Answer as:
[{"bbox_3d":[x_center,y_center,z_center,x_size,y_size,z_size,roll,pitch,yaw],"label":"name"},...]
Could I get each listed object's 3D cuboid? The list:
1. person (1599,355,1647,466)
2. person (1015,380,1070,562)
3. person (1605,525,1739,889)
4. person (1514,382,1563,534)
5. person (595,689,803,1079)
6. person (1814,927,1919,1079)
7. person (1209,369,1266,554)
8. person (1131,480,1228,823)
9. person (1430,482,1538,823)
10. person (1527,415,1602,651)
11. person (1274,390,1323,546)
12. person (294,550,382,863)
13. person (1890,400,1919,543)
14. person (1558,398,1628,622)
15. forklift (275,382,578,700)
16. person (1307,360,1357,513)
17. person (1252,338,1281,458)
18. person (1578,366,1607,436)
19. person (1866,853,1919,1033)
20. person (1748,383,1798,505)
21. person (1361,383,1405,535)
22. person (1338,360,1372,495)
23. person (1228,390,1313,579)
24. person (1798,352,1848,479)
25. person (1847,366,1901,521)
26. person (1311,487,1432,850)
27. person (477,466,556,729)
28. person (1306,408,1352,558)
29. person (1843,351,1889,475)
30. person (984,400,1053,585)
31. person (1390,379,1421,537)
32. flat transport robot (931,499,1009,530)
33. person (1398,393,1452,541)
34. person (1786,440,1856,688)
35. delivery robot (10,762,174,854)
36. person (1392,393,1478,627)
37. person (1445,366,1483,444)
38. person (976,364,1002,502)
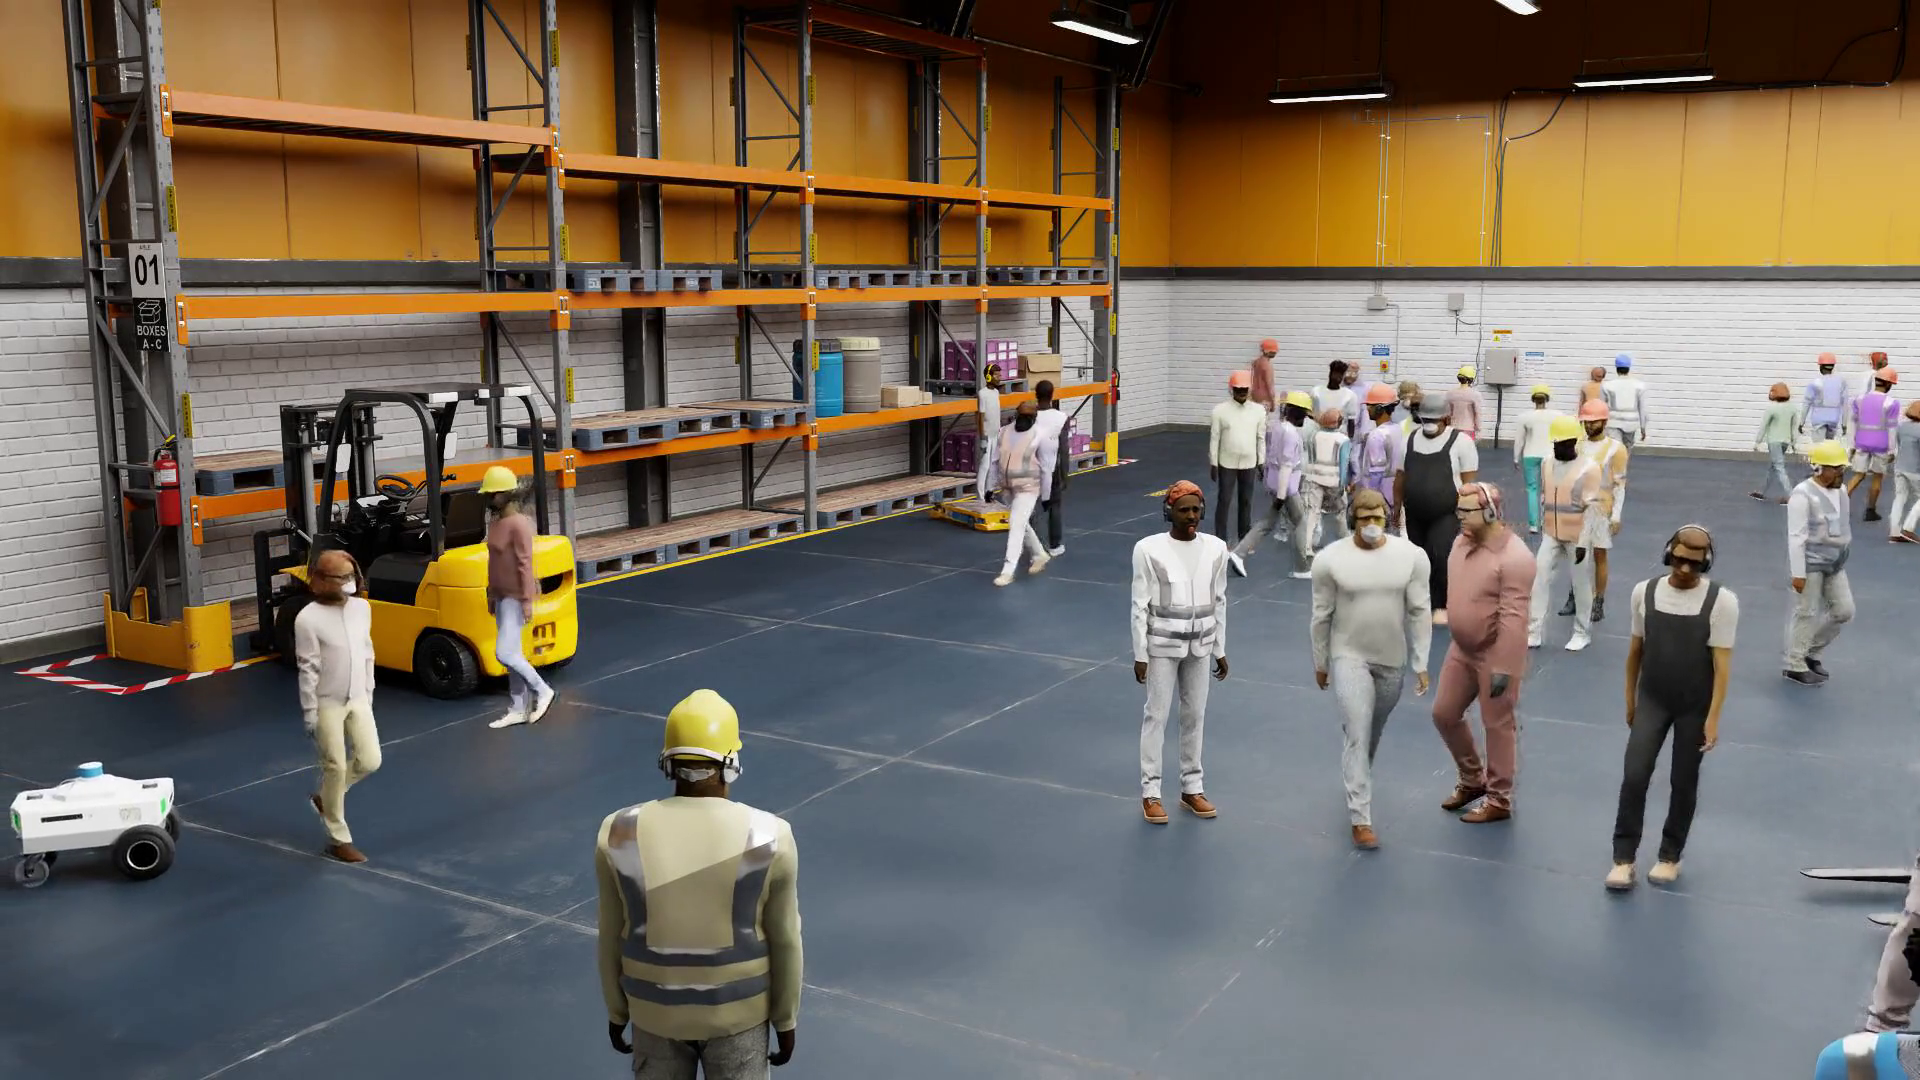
[{"bbox_3d":[8.977,-1.567,22.674,0.640,1.895,1.001,1,9,8],"label":"person"},{"bbox_3d":[0.883,-0.738,17.548,0.616,1.883,0.859,2,9,15],"label":"person"},{"bbox_3d":[3.433,0.825,8.022,0.508,1.811,0.687,6,11,35],"label":"person"},{"bbox_3d":[6.727,-0.960,19.344,0.559,1.745,0.567,2,9,13],"label":"person"},{"bbox_3d":[-0.746,1.337,4.820,0.591,1.825,0.403,0,9,-1],"label":"person"},{"bbox_3d":[2.051,1.605,3.530,0.530,1.697,0.322,3,10,18],"label":"person"},{"bbox_3d":[2.967,-0.825,17.771,0.621,1.992,0.395,-1,9,-7],"label":"person"},{"bbox_3d":[1.213,0.611,9.158,0.576,1.882,0.355,-3,10,-19],"label":"person"},{"bbox_3d":[2.849,0.620,9.083,0.445,1.887,0.664,-4,10,-22],"label":"person"},{"bbox_3d":[4.735,-0.032,13.136,0.863,1.885,0.613,-5,11,-30],"label":"person"},{"bbox_3d":[3.772,-0.799,18.478,0.496,1.721,0.781,-3,10,-17],"label":"person"},{"bbox_3d":[-3.225,0.842,8.551,0.429,1.623,0.504,5,10,27],"label":"person"},{"bbox_3d":[10.573,-0.754,18.485,0.365,1.615,0.515,-2,9,-11],"label":"person"},{"bbox_3d":[5.480,-0.265,14.457,0.548,1.937,0.364,9,13,43],"label":"person"},{"bbox_3d":[-3.974,-0.067,12.417,2.313,2.155,1.214,5,11,30],"label":"forklift"},{"bbox_3d":[4.587,-1.262,20.670,0.644,1.933,0.740,2,9,15],"label":"person"},{"bbox_3d":[4.913,-2.286,26.967,0.454,1.968,0.648,-2,9,-12],"label":"person"},{"bbox_3d":[9.668,-1.856,25.417,0.523,1.612,0.780,9,13,43],"label":"person"},{"bbox_3d":[3.807,1.131,5.991,0.671,1.847,1.001,-5,10,-27],"label":"person"},{"bbox_3d":[10.680,-1.265,21.770,0.516,1.583,0.852,-3,10,-18],"label":"person"},{"bbox_3d":[3.710,-0.368,14.767,0.374,2.044,0.607,6,11,31],"label":"person"},{"bbox_3d":[5.195,-1.495,22.349,0.654,1.870,0.752,3,9,16],"label":"person"},{"bbox_3d":[3.108,-0.535,16.336,0.916,1.877,0.591,-1,9,-4],"label":"person"},{"bbox_3d":[12.062,-1.677,23.350,0.575,1.904,0.860,0,9,-1],"label":"person"},{"bbox_3d":[10.995,-1.142,20.075,0.664,1.899,0.563,-7,11,-35],"label":"person"},{"bbox_3d":[2.208,0.633,9.054,0.626,1.890,1.051,0,9,0],"label":"person"},{"bbox_3d":[-2.970,0.385,10.943,0.374,1.752,0.552,-7,11,-36],"label":"person"},{"bbox_3d":[3.929,-0.610,17.679,0.859,1.592,0.513,-9,13,-44],"label":"person"},{"bbox_3d":[13.546,-1.885,24.810,0.602,1.859,0.592,1,9,8],"label":"person"},{"bbox_3d":[0.641,-0.486,16.299,0.643,1.795,0.898,8,12,42],"label":"person"},{"bbox_3d":[4.842,-0.811,18.018,0.647,1.904,0.921,1,9,5],"label":"person"},{"bbox_3d":[0.262,-0.313,19.936,0.652,0.197,1.431,-5,10,-27],"label":"flat transport robot"},{"bbox_3d":[4.767,-0.622,17.139,0.624,1.804,0.899,5,10,26],"label":"person"},{"bbox_3d":[6.242,0.174,12.083,0.625,1.813,0.438,-5,11,-30],"label":"person"},{"bbox_3d":[-4.336,1.358,8.331,0.707,0.478,0.477,-3,10,-20],"label":"delivery robot"},{"bbox_3d":[4.011,-0.272,14.172,0.721,2.000,0.542,8,12,40],"label":"person"},{"bbox_3d":[6.826,-1.478,22.560,0.533,1.767,0.327,7,12,39],"label":"person"},{"bbox_3d":[0.385,-1.316,21.265,0.320,1.861,0.514,5,10,27],"label":"person"}]
